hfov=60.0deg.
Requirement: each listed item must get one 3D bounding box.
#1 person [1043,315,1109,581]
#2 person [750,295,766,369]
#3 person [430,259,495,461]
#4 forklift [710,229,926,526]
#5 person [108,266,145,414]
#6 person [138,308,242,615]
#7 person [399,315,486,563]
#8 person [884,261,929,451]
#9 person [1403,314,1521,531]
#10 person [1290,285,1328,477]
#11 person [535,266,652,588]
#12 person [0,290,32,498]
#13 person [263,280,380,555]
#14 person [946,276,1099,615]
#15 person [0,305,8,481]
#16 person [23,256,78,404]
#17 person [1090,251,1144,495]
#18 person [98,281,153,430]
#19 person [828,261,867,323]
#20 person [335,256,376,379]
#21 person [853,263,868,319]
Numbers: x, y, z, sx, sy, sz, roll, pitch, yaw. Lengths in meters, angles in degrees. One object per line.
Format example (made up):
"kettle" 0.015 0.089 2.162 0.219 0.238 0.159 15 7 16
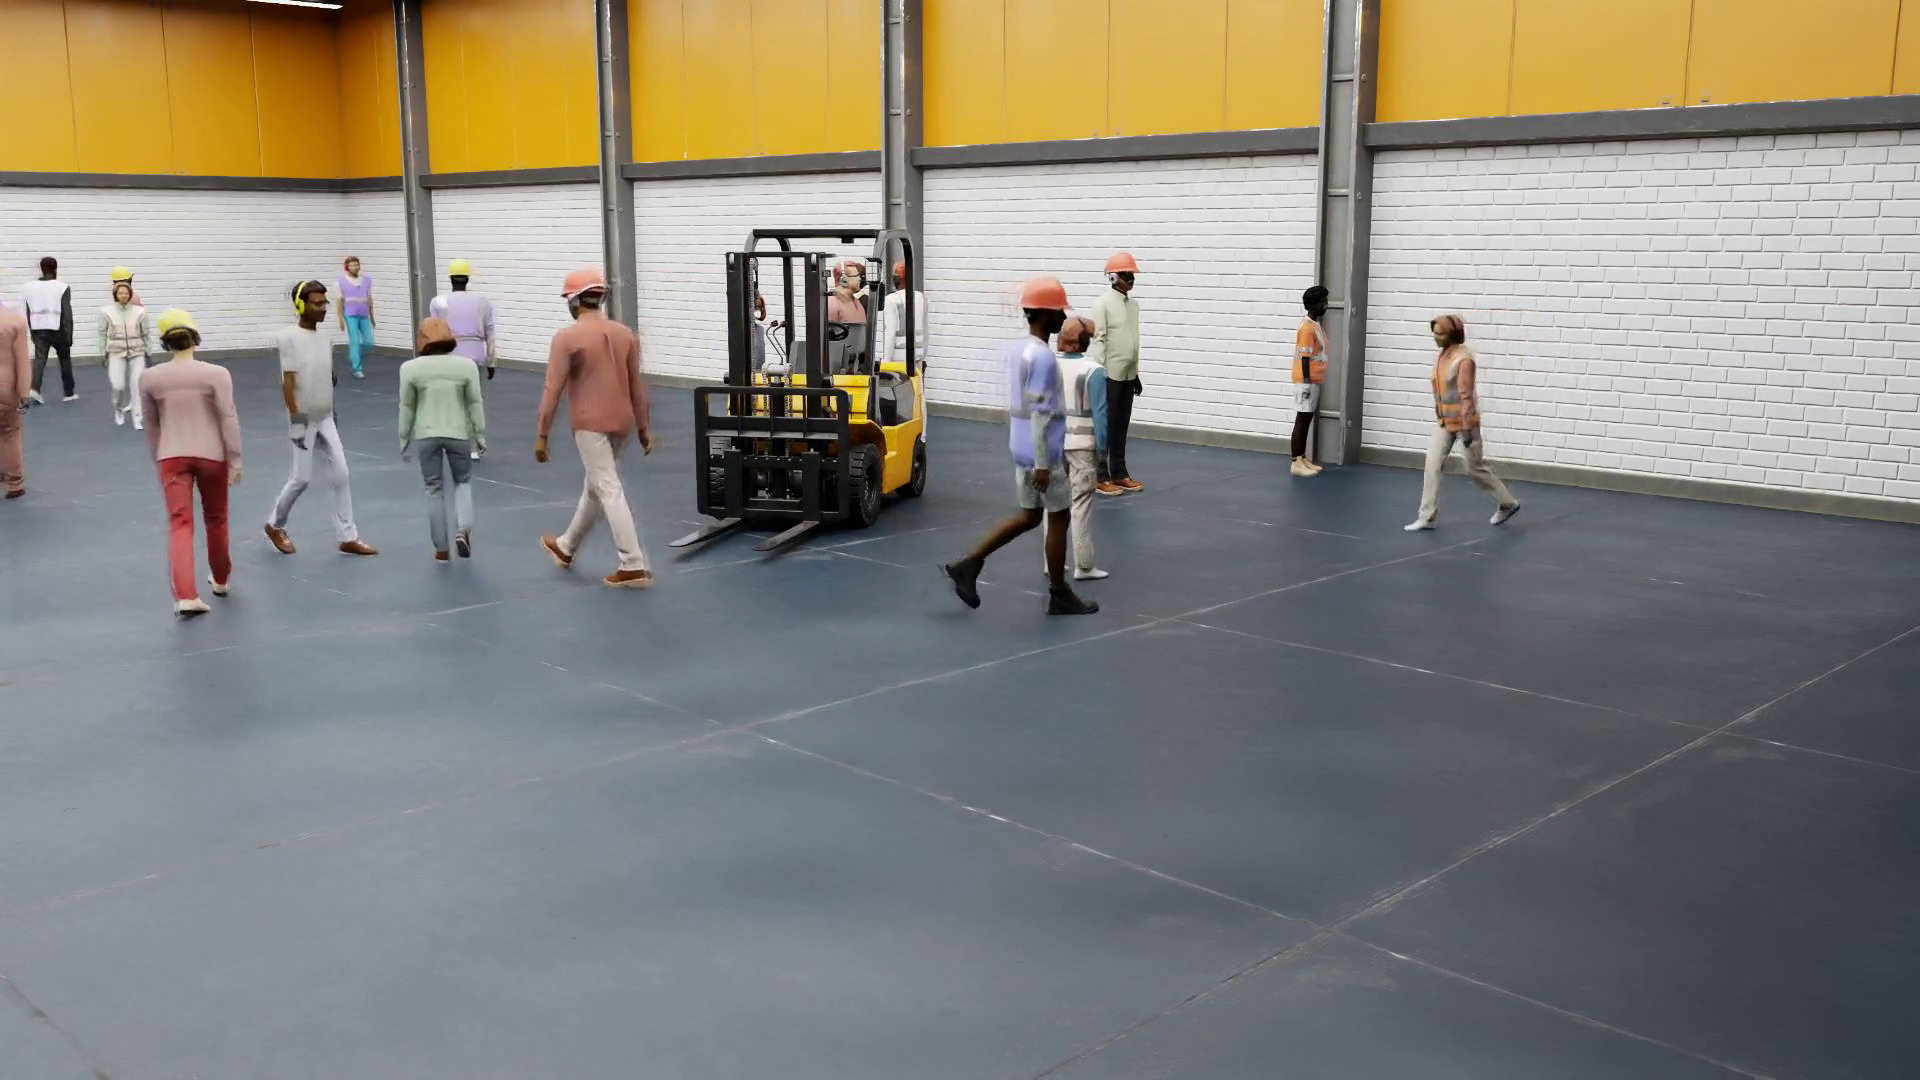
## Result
"person" 0.703 -0.567 10.330 0.522 1.638 0.310 10 14 42
"person" -1.857 -1.382 14.789 0.282 1.633 0.498 4 11 19
"person" -4.763 -1.720 15.896 0.622 1.893 0.828 -5 12 -27
"forklift" -1.050 -1.319 12.920 1.214 2.155 2.313 2 11 13
"person" -9.966 -2.391 19.945 0.524 1.764 0.329 9 14 41
"person" -4.379 -0.455 9.501 0.532 1.712 0.859 -3 11 -14
"person" -3.383 -0.656 10.875 0.532 1.613 0.360 -4 11 -19
"person" -0.537 -1.780 16.285 0.354 1.881 0.576 10 14 43
"person" 3.675 -0.843 12.005 0.836 1.589 0.523 -3 11 -15
"person" 3.111 -1.411 14.795 0.318 1.691 0.534 4 11 19
"person" -2.313 -0.698 10.223 1.075 1.925 0.677 7 12 33
"person" -7.712 -1.206 13.183 0.641 1.880 0.900 -5 11 -24
"person" -4.320 -0.800 11.051 0.783 1.845 0.530 5 11 24
"person" 0.359 -0.506 9.263 0.796 1.916 0.548 -2 11 -10
"person" -8.535 -1.460 14.517 0.983 1.882 0.571 8 13 36
"person" -11.613 -2.667 21.166 0.592 1.878 0.945 -1 10 -6
"person" 1.307 -1.379 13.782 0.375 1.997 0.610 8 13 37
"person" -9.134 -2.016 18.241 0.534 1.626 0.365 -7 12 -33
"person" -0.987 -1.487 14.610 0.409 1.909 0.652 4 11 20
"person" -8.987 -3.307 24.753 0.451 1.826 0.587 9 14 40
"person" -1.115 -1.994 17.561 0.430 1.844 0.623 -7 13 -35
